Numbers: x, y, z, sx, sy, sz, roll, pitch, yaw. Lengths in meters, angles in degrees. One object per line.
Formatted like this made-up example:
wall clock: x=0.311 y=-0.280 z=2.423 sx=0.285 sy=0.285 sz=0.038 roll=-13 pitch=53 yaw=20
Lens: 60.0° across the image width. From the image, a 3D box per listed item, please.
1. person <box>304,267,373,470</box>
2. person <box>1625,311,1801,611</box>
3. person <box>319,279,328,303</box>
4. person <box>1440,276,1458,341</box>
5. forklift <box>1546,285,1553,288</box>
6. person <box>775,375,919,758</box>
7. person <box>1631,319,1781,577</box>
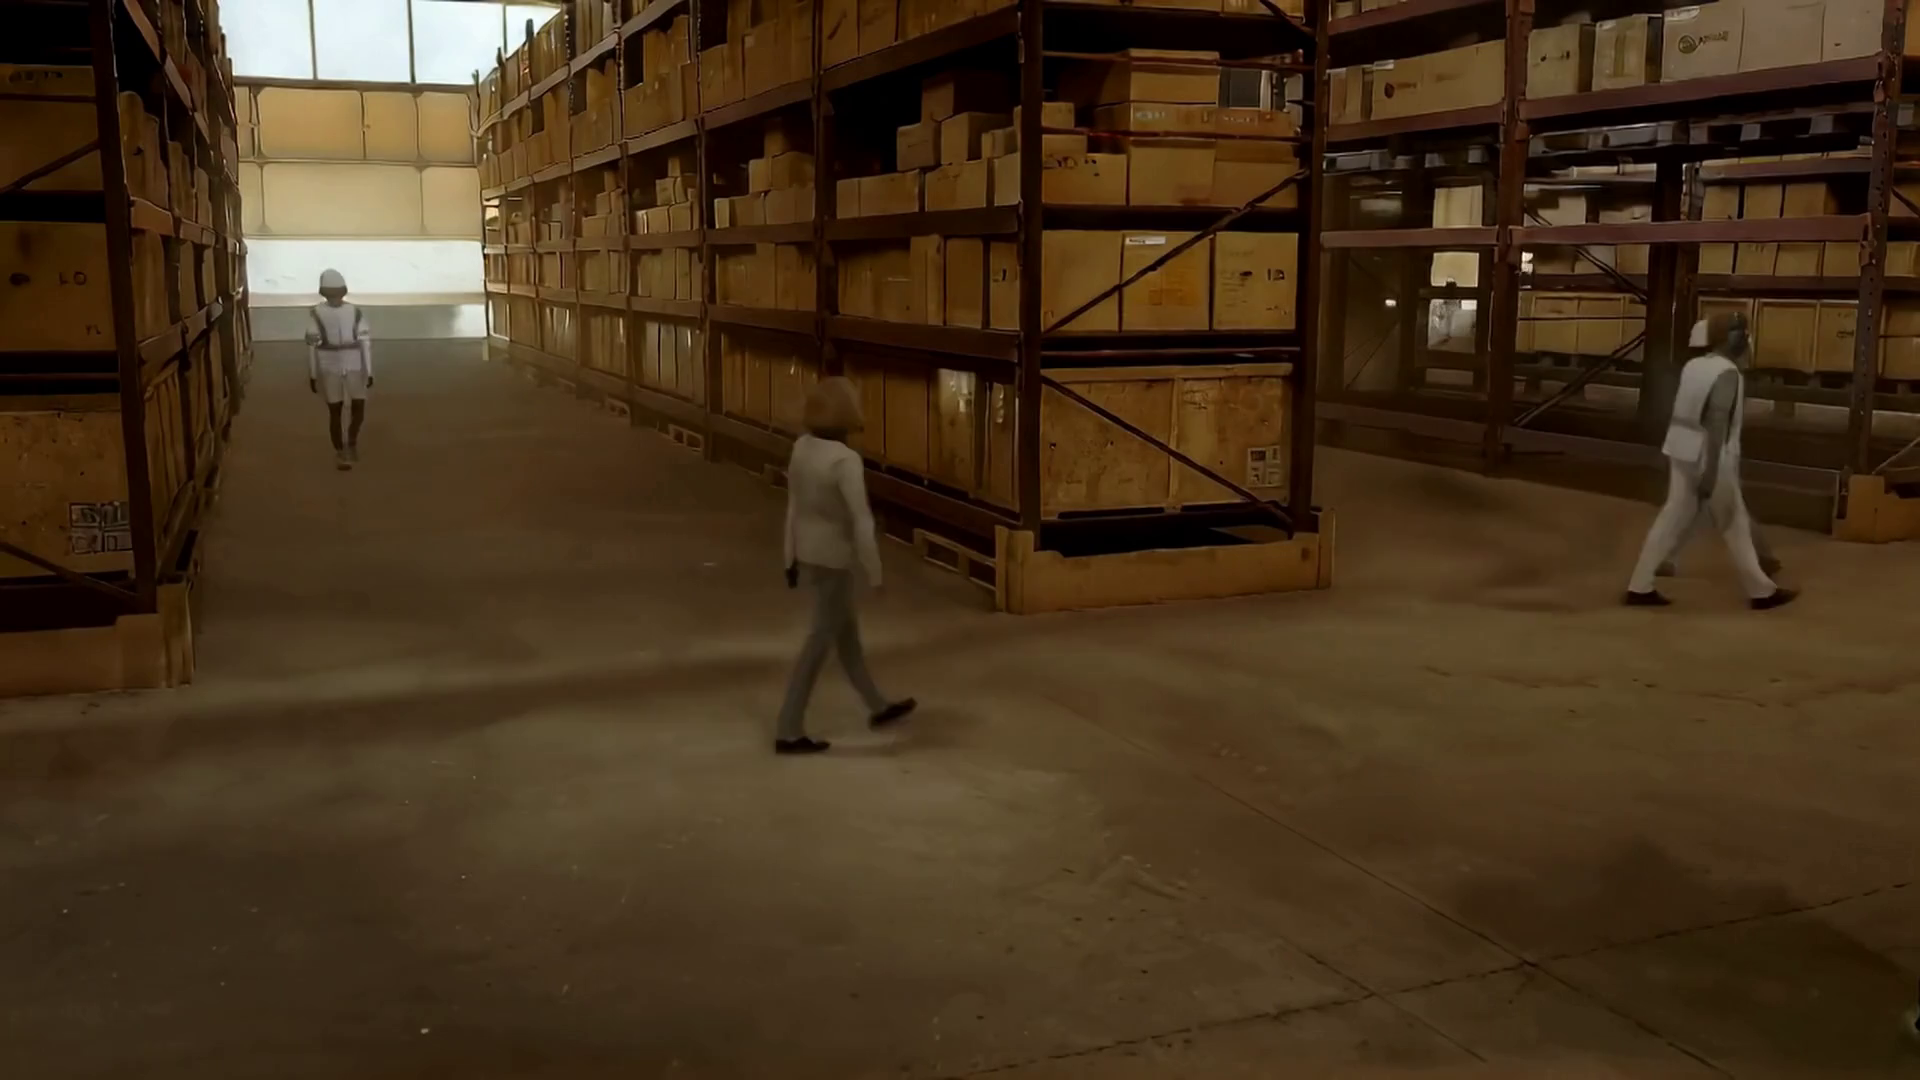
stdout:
person: x=-6.186 y=-1.698 z=16.590 sx=0.631 sy=2.023 sz=0.463 roll=-5 pitch=11 yaw=-28
person: x=4.486 y=-0.461 z=9.908 sx=0.982 sy=1.778 sz=0.595 roll=0 pitch=9 yaw=-1
person: x=-13.936 y=-4.962 z=36.718 sx=0.404 sy=1.833 sz=0.591 roll=-5 pitch=11 yaw=-26
person: x=12.835 y=-6.064 z=43.692 sx=0.524 sy=1.703 sz=0.569 roll=-2 pitch=10 yaw=-14
forklift: x=11.324 y=-4.654 z=31.740 sx=1.873 sy=2.768 sz=1.129 roll=9 pitch=13 yaw=43
person: x=-0.458 y=0.103 z=7.040 sx=0.811 sy=1.596 sz=0.530 roll=-5 pitch=11 yaw=-30
person: x=4.943 y=-0.576 z=10.813 sx=0.903 sy=1.722 sz=0.530 roll=-1 pitch=9 yaw=-3
